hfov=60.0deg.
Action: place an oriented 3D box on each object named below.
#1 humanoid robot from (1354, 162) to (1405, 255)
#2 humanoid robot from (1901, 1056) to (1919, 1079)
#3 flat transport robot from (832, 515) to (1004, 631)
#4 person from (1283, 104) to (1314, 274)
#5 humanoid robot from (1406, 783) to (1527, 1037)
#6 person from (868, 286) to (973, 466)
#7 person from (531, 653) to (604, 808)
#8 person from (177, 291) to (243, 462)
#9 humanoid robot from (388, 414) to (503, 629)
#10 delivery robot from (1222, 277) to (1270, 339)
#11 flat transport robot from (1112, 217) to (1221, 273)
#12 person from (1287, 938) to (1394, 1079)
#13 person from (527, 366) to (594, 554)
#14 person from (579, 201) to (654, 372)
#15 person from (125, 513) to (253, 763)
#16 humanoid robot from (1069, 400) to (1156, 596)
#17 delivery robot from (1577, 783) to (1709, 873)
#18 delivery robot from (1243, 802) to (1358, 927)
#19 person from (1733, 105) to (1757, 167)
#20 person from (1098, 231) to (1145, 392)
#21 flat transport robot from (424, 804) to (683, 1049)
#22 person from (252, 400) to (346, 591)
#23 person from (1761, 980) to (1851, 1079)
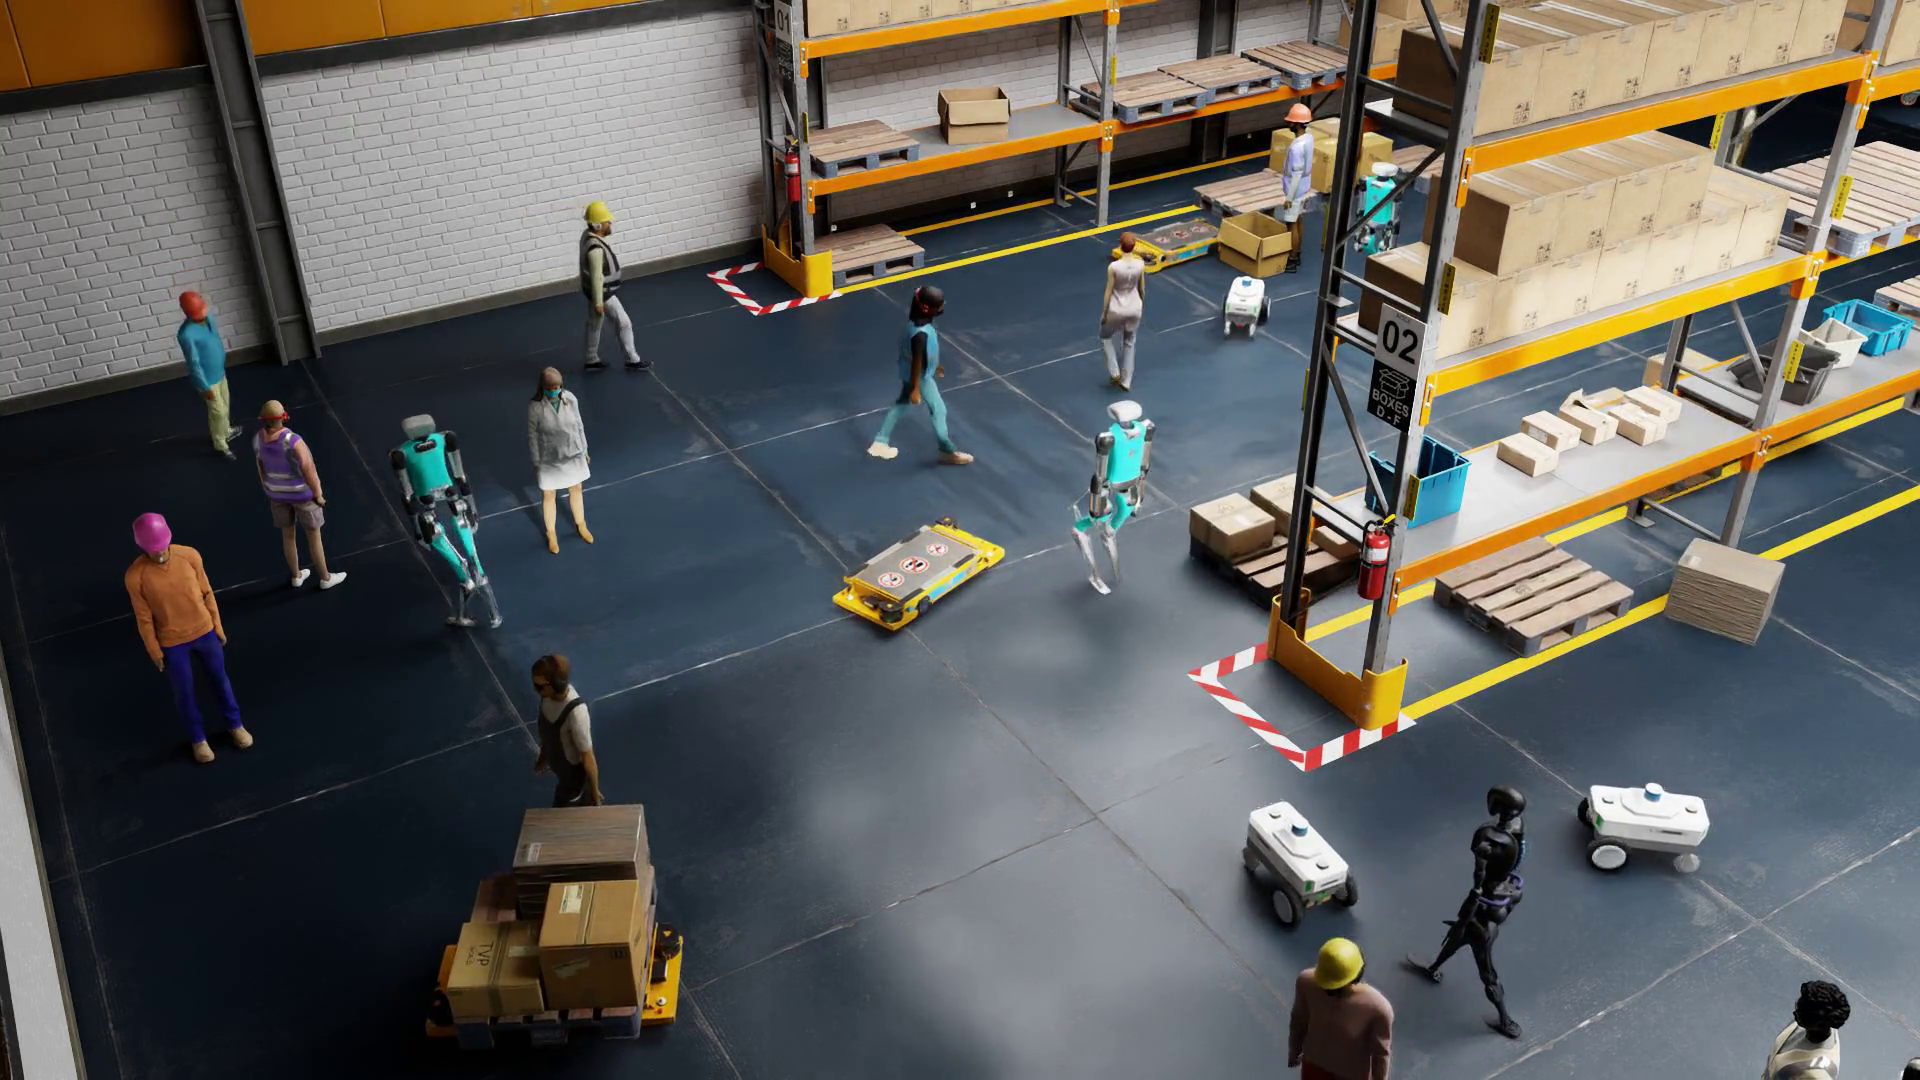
[{"bbox_3d":[4.555,-3.245,17.825,0.682,1.739,0.542,-27,41,-35],"label":"humanoid robot"},{"bbox_3d":[4.355,3.118,7.667,0.692,1.726,0.530,-26,40,-35],"label":"humanoid robot"},{"bbox_3d":[-0.328,0.257,13.673,0.659,0.231,1.431,23,39,32],"label":"flat transport robot"},{"bbox_3d":[3.777,-3.984,18.868,0.374,1.935,0.547,14,35,20],"label":"person"},{"bbox_3d":[2.979,2.074,9.498,0.788,1.628,0.608,25,40,34],"label":"humanoid robot"},{"bbox_3d":[-0.398,-1.483,14.987,0.962,1.822,0.529,-2,32,-3],"label":"person"},{"bbox_3d":[-2.440,1.434,10.344,0.805,1.815,0.530,-17,36,-25],"label":"person"},{"bbox_3d":[-6.843,-1.552,15.206,0.413,1.703,0.701,0,32,-1],"label":"person"},{"bbox_3d":[-3.888,-0.043,12.783,0.561,1.782,0.803,-21,38,-30],"label":"humanoid robot"},{"bbox_3d":[3.064,-2.541,17.880,0.499,0.608,0.784,8,33,13],"label":"delivery robot"},{"bbox_3d":[2.549,-3.489,19.648,1.431,0.231,0.659,-21,38,-29],"label":"flat transport robot"},{"bbox_3d":[1.912,2.654,8.455,0.540,1.742,0.437,20,37,29],"label":"person"},{"bbox_3d":[-3.330,-0.676,13.847,0.485,1.663,0.342,-17,36,-26],"label":"person"},{"bbox_3d":[-3.490,-2.525,16.657,0.803,1.798,0.618,-10,33,-15],"label":"person"},{"bbox_3d":[-5.338,0.654,11.442,0.516,1.974,0.398,-25,40,-34],"label":"person"},{"bbox_3d":[1.152,-0.330,13.293,0.541,1.860,0.659,-19,37,-27],"label":"humanoid robot"},{"bbox_3d":[4.444,1.855,10.874,0.804,0.614,0.499,6,33,9],"label":"delivery robot"},{"bbox_3d":[2.135,2.019,10.588,0.499,0.587,0.769,-14,35,-21],"label":"delivery robot"},{"bbox_3d":[9.422,-4.764,20.233,0.742,1.809,0.579,-10,33,-15],"label":"person"},{"bbox_3d":[1.597,-2.242,16.358,0.471,1.644,0.398,-10,34,-16],"label":"person"},{"bbox_3d":[-2.401,2.615,9.913,1.431,0.231,0.659,-2,32,-3],"label":"flat transport robot"},{"bbox_3d":[-5.328,-0.350,13.299,0.492,1.694,0.348,6,33,9],"label":"person"},{"bbox_3d":[4.106,2.822,8.246,0.319,1.693,0.531,12,34,19],"label":"person"}]
